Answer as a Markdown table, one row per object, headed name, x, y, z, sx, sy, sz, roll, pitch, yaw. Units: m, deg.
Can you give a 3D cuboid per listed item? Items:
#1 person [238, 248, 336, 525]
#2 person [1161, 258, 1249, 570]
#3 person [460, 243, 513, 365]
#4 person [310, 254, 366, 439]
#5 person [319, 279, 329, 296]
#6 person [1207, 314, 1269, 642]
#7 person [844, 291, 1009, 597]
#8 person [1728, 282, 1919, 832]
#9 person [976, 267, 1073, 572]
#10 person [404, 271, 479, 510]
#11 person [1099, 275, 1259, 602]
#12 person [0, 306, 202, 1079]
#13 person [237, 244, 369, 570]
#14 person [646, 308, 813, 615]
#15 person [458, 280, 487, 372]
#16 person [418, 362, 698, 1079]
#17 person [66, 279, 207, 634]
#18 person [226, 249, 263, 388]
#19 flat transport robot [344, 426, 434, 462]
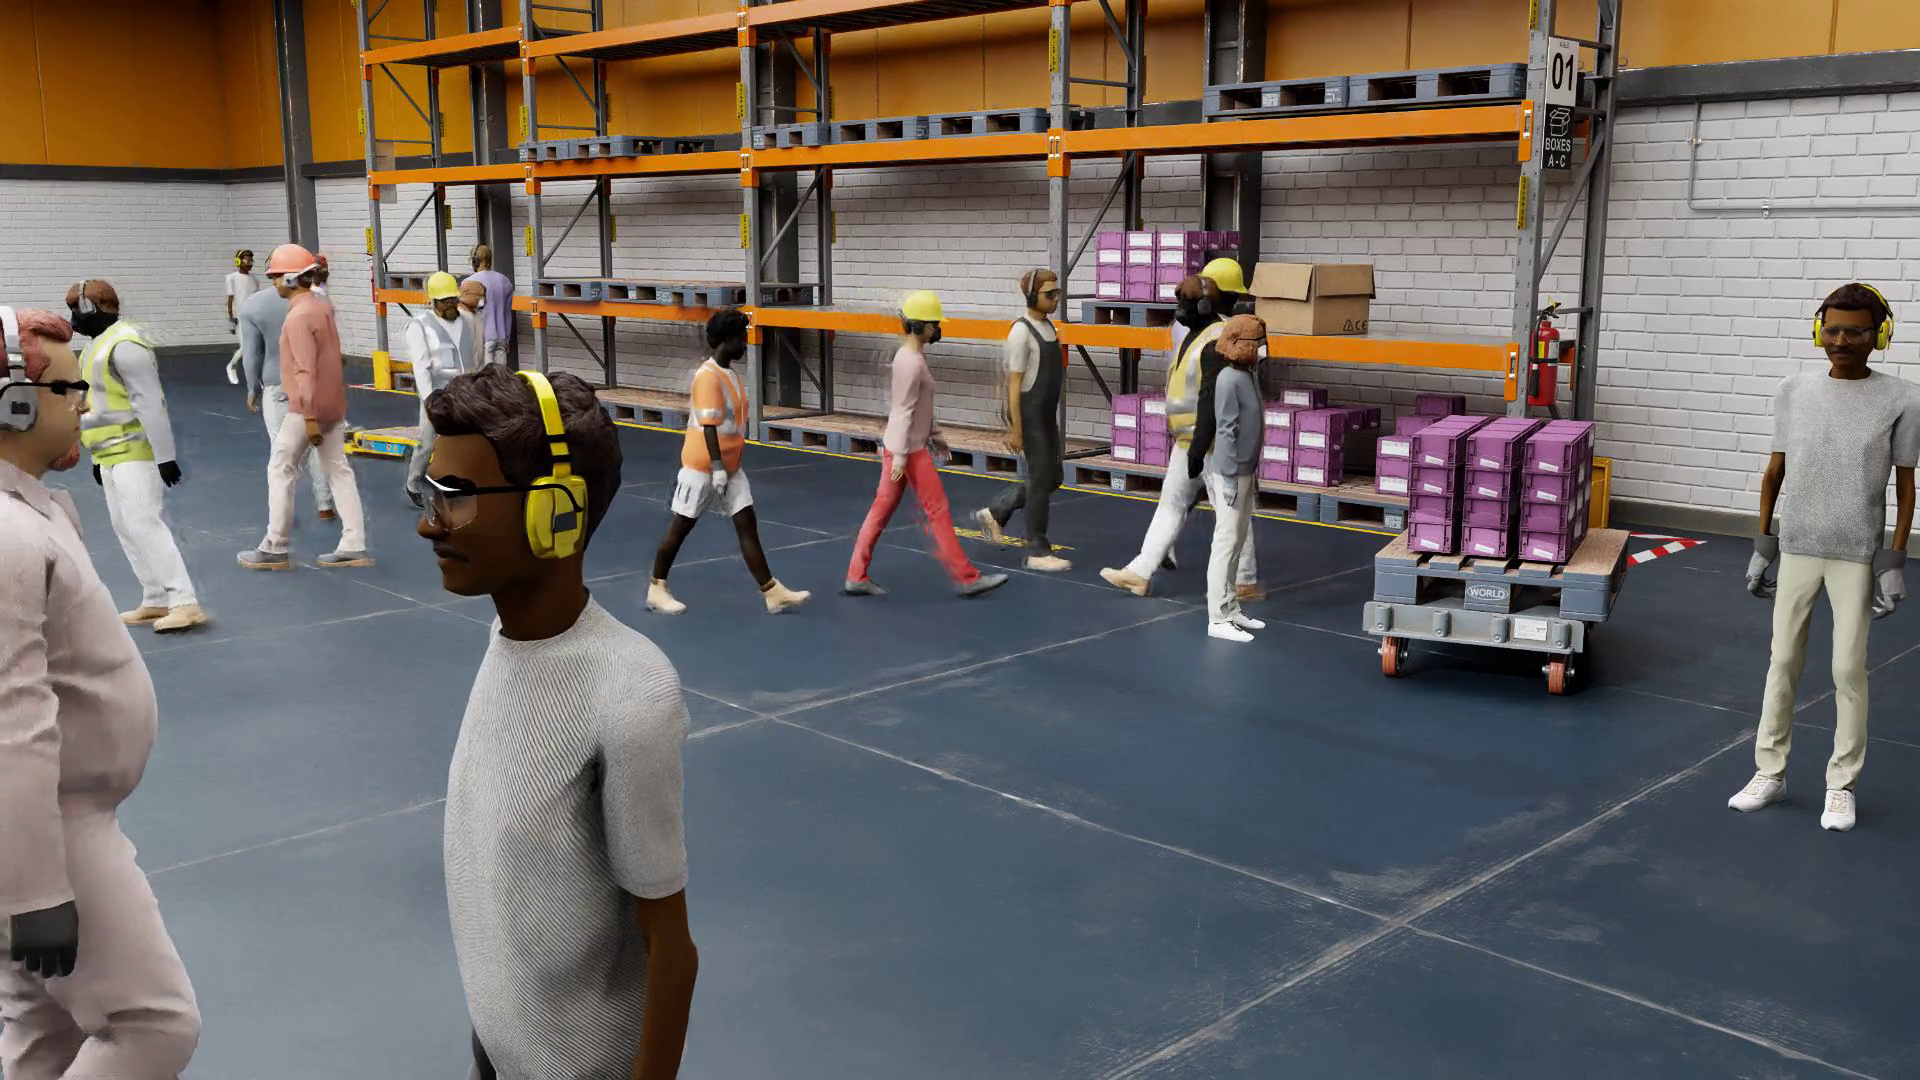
| name | x | y | z | sx | sy | sz | roll | pitch | yaw |
| --- | --- | --- | --- | --- | --- | --- | --- | --- | --- |
| person | -4.665 | -1.064 | 11.637 | 0.641 | 1.937 | 0.377 | -5 | 11 | -24 |
| person | 1.487 | -0.720 | 9.864 | 0.635 | 1.894 | 0.627 | -7 | 13 | -34 |
| person | -4.692 | -1.956 | 16.492 | 0.372 | 1.940 | 0.632 | 6 | 12 | 28 |
| person | -6.197 | -1.837 | 16.112 | 0.926 | 1.834 | 0.583 | -7 | 12 | -33 |
| person | -8.843 | -2.991 | 22.544 | 0.568 | 1.787 | 0.935 | -5 | 12 | -26 |
| person | 1.408 | -0.318 | 8.390 | 0.279 | 1.633 | 0.505 | 4 | 11 | 22 |
| person | -0.222 | -0.512 | 9.227 | 0.929 | 1.716 | 0.532 | -1 | 10 | -8 |
| person | 2.974 | 0.059 | 5.709 | 0.509 | 1.865 | 0.328 | 9 | 14 | 41 |
| person | 0.395 | -0.728 | 10.073 | 0.590 | 1.833 | 0.520 | 5 | 11 | 24 |
| person | -3.756 | -1.057 | 12.064 | 0.960 | 1.786 | 0.584 | 9 | 14 | 40 |
| person | 1.235 | -0.534 | 9.105 | 0.935 | 1.797 | 0.651 | -1 | 10 | -8 |
| person | -1.663 | 0.529 | 3.042 | 0.418 | 1.894 | 0.678 | -7 | 12 | -32 |
| person | -4.042 | -0.791 | 10.062 | 0.868 | 1.957 | 0.618 | 0 | 10 | 1 |
| person | -1.282 | -0.405 | 8.842 | 0.911 | 1.636 | 0.540 | 3 | 11 | 15 |
| person | -4.536 | -1.559 | 15.168 | 0.525 | 1.610 | 0.534 | 3 | 11 | 18 |
| person | -0.518 | 0.709 | 2.140 | 0.327 | 1.874 | 0.519 | -7 | 13 | -35 |
| person | -4.268 | -0.426 | 8.531 | 0.466 | 1.803 | 0.679 | -9 | 14 | -40 |
| person | -9.479 | -2.921 | 22.056 | 0.528 | 1.839 | 0.523 | 6 | 12 | 29 |
| flat transport robot | -4.977 | -0.885 | 15.199 | 1.431 | 0.197 | 0.652 | 7 | 13 | 34 |
